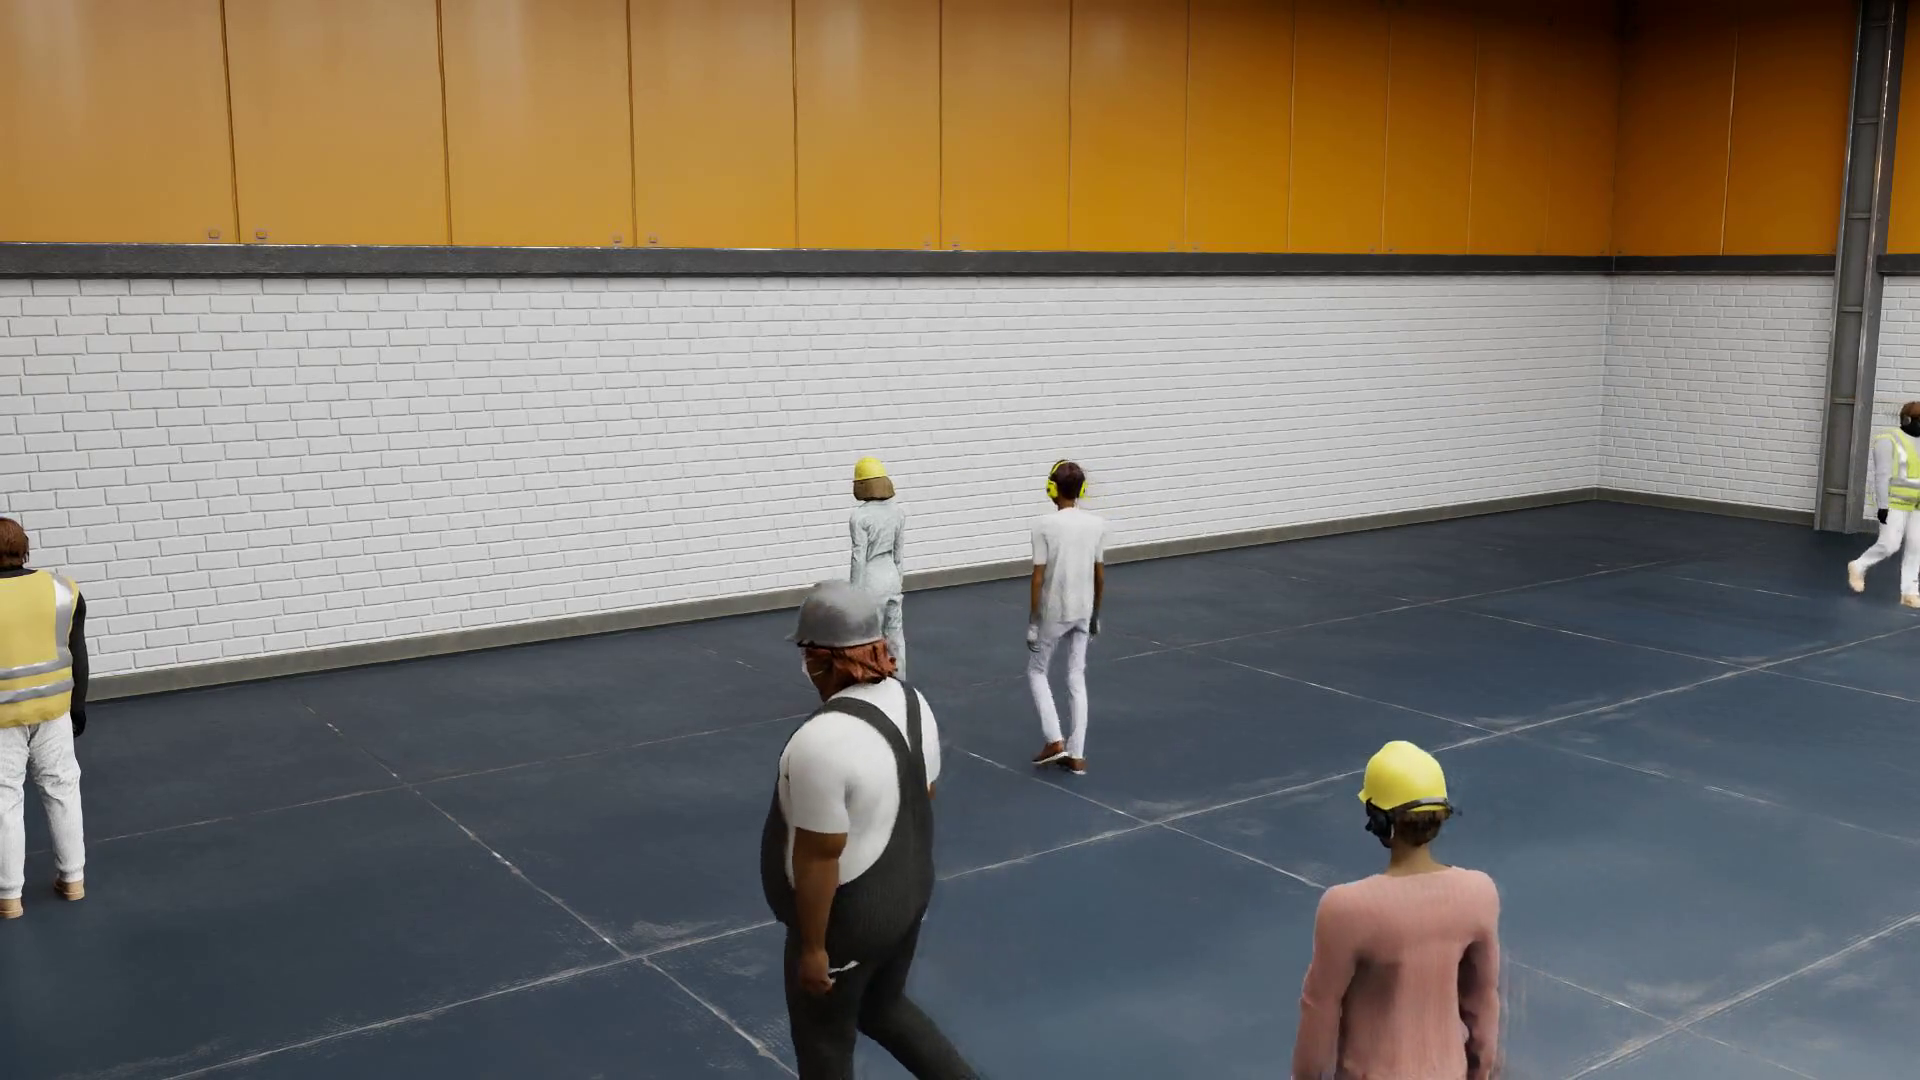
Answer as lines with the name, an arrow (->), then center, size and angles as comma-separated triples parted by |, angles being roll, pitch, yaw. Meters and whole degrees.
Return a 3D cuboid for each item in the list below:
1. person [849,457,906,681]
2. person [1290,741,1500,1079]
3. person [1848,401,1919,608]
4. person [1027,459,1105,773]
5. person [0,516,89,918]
person -> -0.567, 0.318, 10.960 | 0.305, 1.737, 0.484 | 8, 12, 39
person -> 1.114, 1.386, 4.334 | 0.531, 1.756, 0.421 | -4, 10, -23
person -> 8.281, -0.331, 14.710 | 0.630, 1.821, 0.666 | -3, 10, -15
person -> 0.609, 0.456, 9.777 | 0.534, 1.850, 0.435 | -4, 10, -24
person -> -4.330, 0.804, 7.638 | 0.429, 1.844, 0.627 | 8, 12, 39
